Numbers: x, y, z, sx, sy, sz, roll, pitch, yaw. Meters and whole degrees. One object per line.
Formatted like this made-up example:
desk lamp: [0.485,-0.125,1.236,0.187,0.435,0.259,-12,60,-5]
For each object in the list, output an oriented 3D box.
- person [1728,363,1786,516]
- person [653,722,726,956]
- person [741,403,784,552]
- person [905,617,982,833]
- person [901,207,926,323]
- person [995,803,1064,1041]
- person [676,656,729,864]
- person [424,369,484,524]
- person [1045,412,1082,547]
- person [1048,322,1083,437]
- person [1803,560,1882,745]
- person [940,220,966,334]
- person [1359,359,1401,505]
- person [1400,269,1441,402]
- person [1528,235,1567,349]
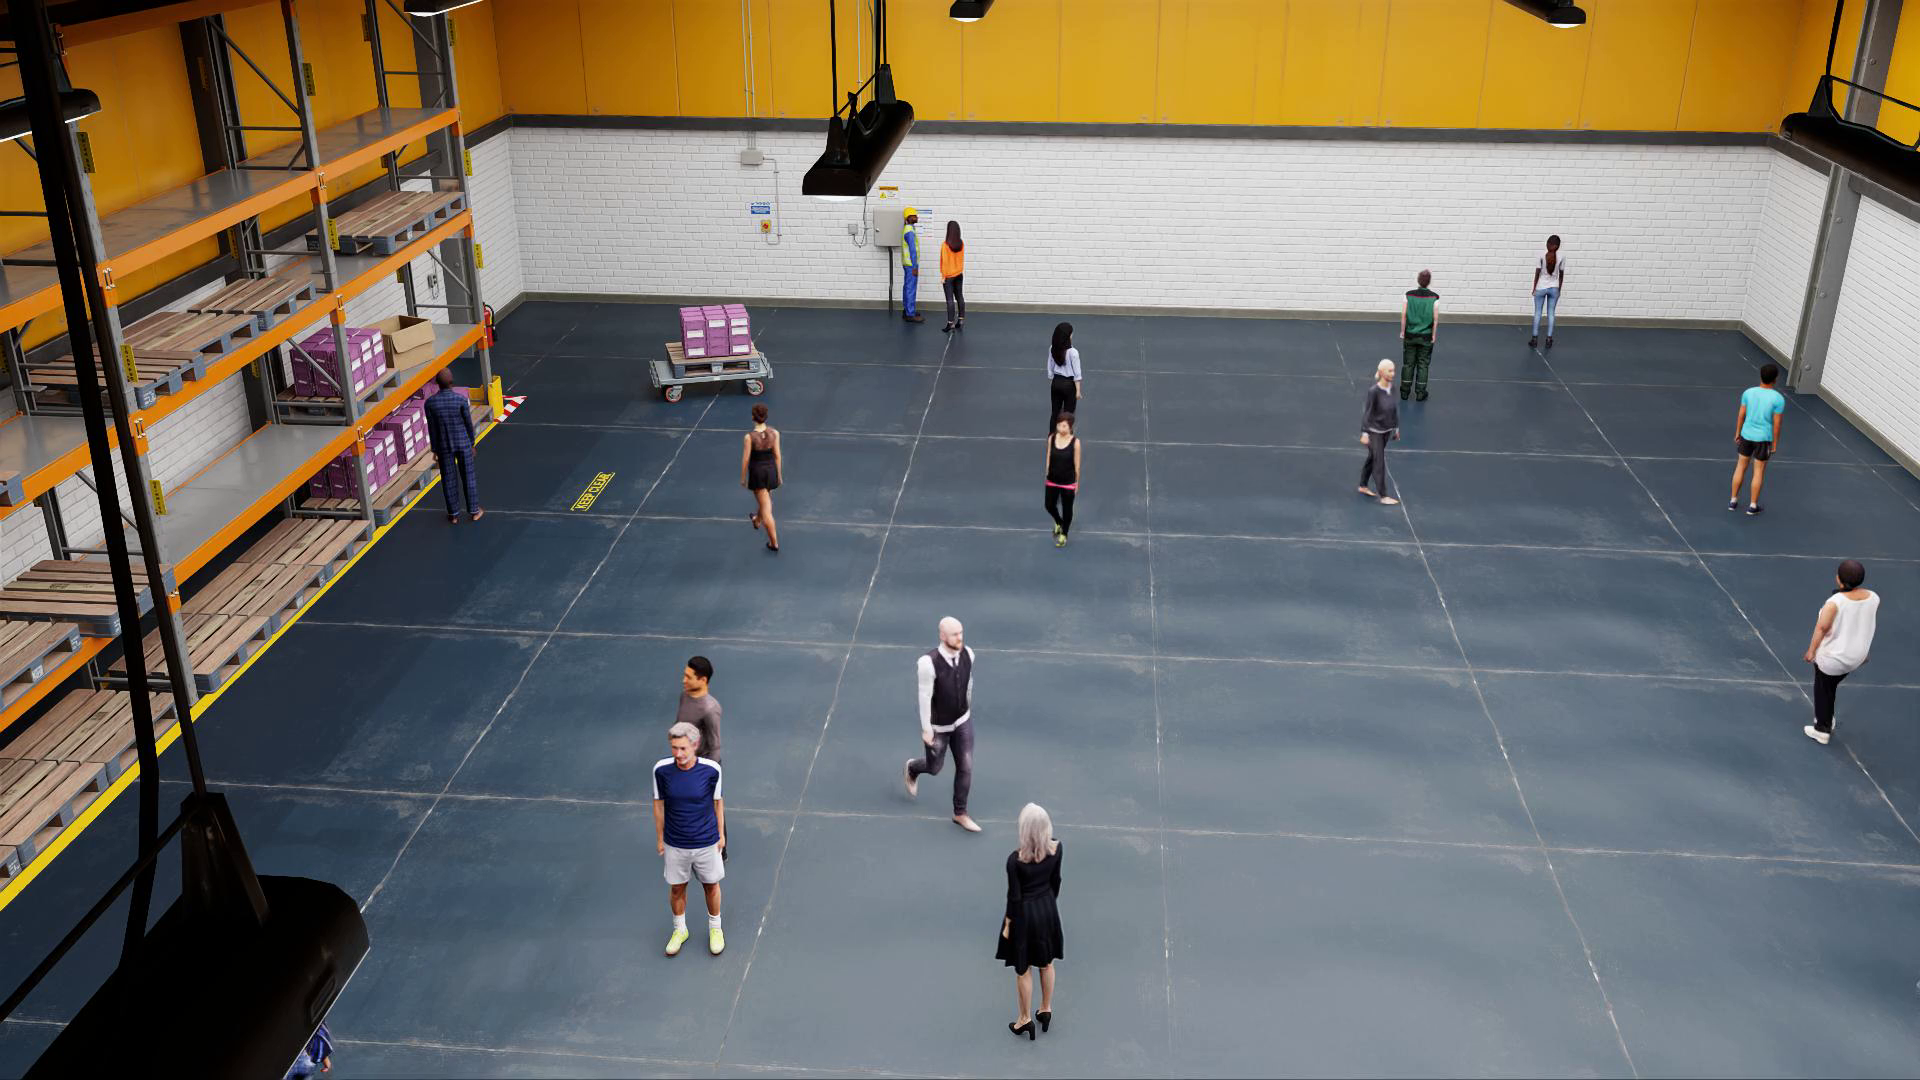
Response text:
person: [9.158,-1.166,19.128,0.686,1.773,0.709,20,30,38]
person: [-1.882,2.071,11.642,0.662,1.838,0.589,-1,24,-3]
person: [-2.114,-0.652,18.127,0.983,1.634,1.125,-14,27,-29]
person: [-0.154,1.428,13.159,1.085,1.801,1.175,-17,29,-34]
person: [-0.784,-4.404,26.486,0.776,1.812,0.597,-3,24,-7]
person: [0.465,2.474,10.834,0.705,1.746,0.745,-14,27,-29]
person: [-1.947,1.681,12.621,0.768,1.768,0.689,6,24,14]
person: [-5.742,-1.076,18.865,0.741,1.819,0.730,-7,24,-15]
person: [1.160,-0.702,18.351,0.639,1.545,0.673,10,26,22]
person: [1.294,-1.878,20.792,0.734,1.744,0.753,19,30,36]
person: [7.599,0.988,14.321,0.751,1.675,0.752,-5,24,-12]
person: [-0.111,-4.114,25.901,0.767,1.749,0.687,21,31,39]
person: [4.857,-1.313,19.550,0.956,1.705,1.020,-18,29,-35]
person: [6.303,-2.826,22.837,0.713,1.844,0.702,10,25,21]
person: [8.882,-3.769,25.150,0.593,1.719,0.540,4,24,8]
